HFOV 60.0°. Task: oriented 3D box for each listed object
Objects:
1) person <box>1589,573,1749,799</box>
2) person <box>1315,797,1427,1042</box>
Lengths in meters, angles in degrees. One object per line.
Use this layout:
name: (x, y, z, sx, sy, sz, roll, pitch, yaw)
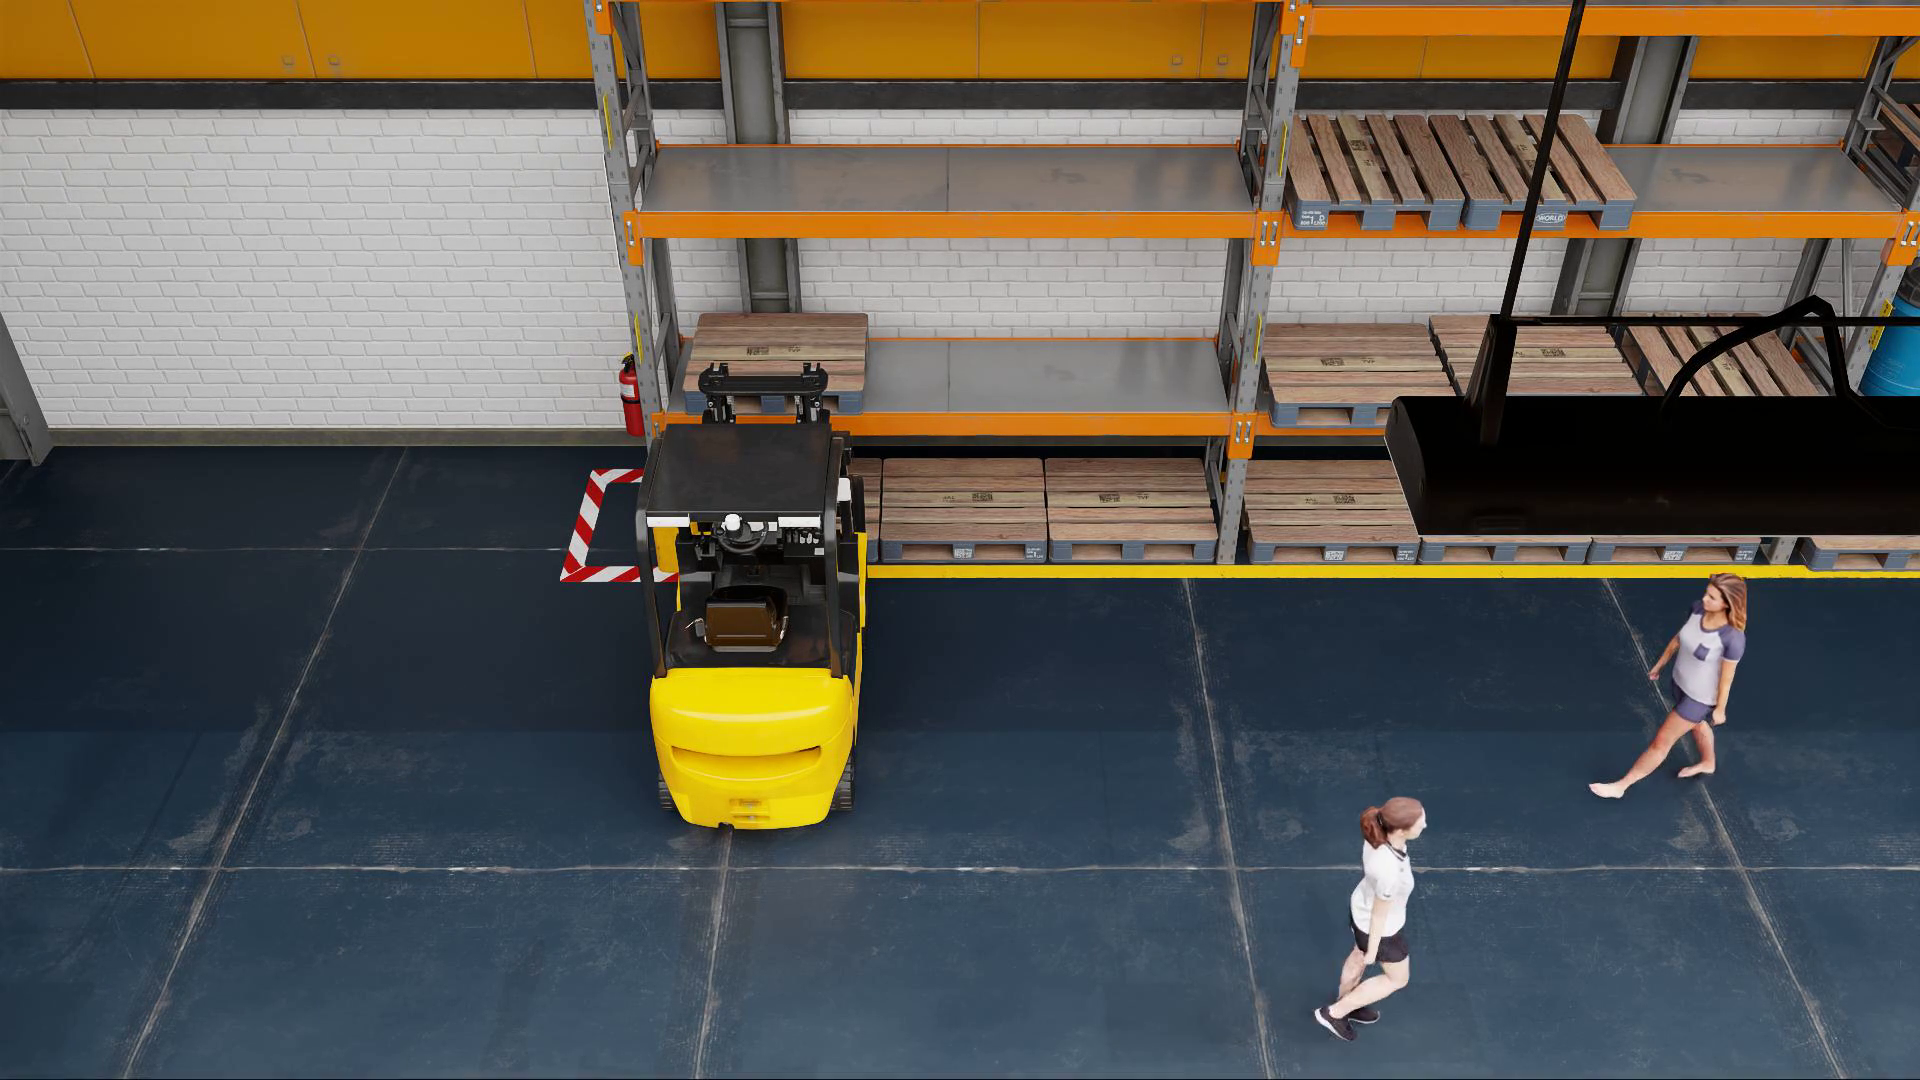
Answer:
person: (4.404, 0.878, 9.797, 1.132, 1.673, 0.742, -5, 39, -7)
person: (2.025, 1.927, 8.429, 0.640, 1.740, 0.574, -1, 39, -2)
